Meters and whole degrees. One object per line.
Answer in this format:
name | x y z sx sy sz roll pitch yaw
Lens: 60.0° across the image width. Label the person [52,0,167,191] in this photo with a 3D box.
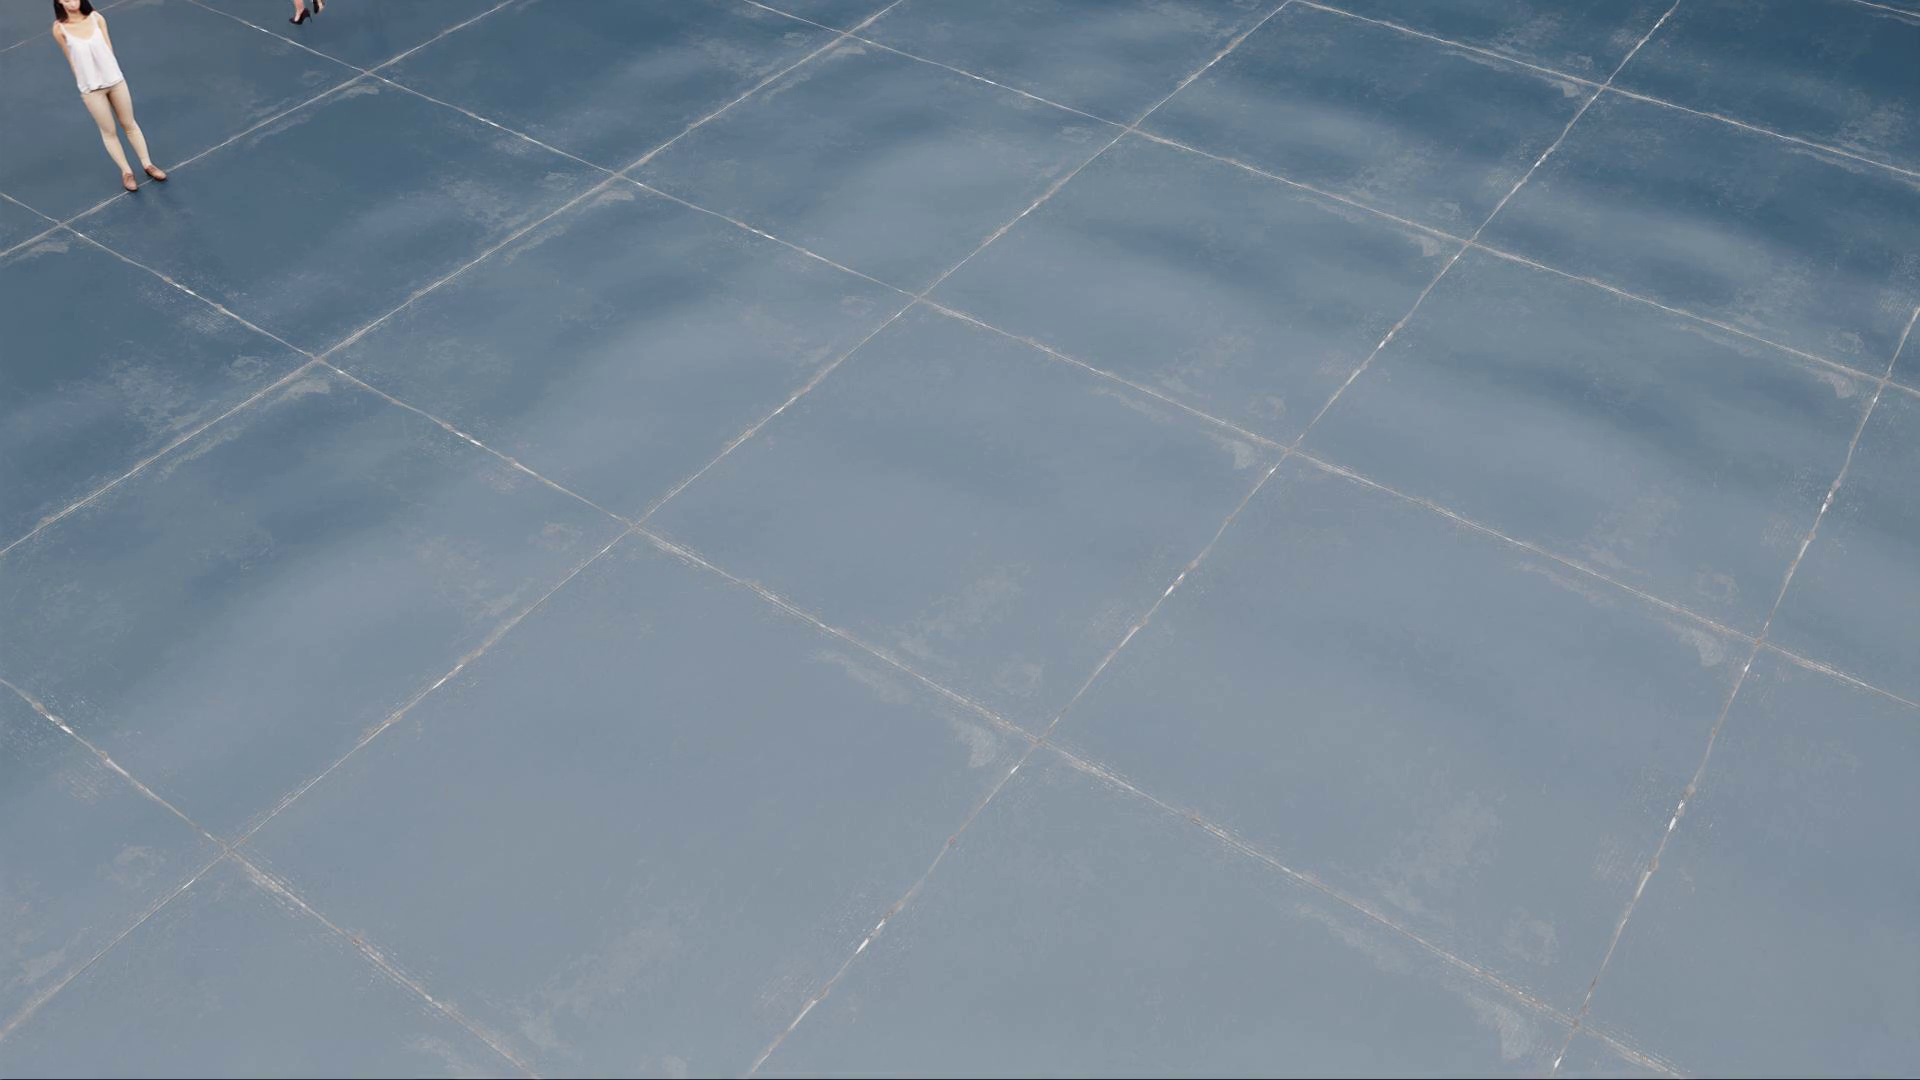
person | -6.610 -3.522 12.777 0.570 1.653 0.634 26 49 25
